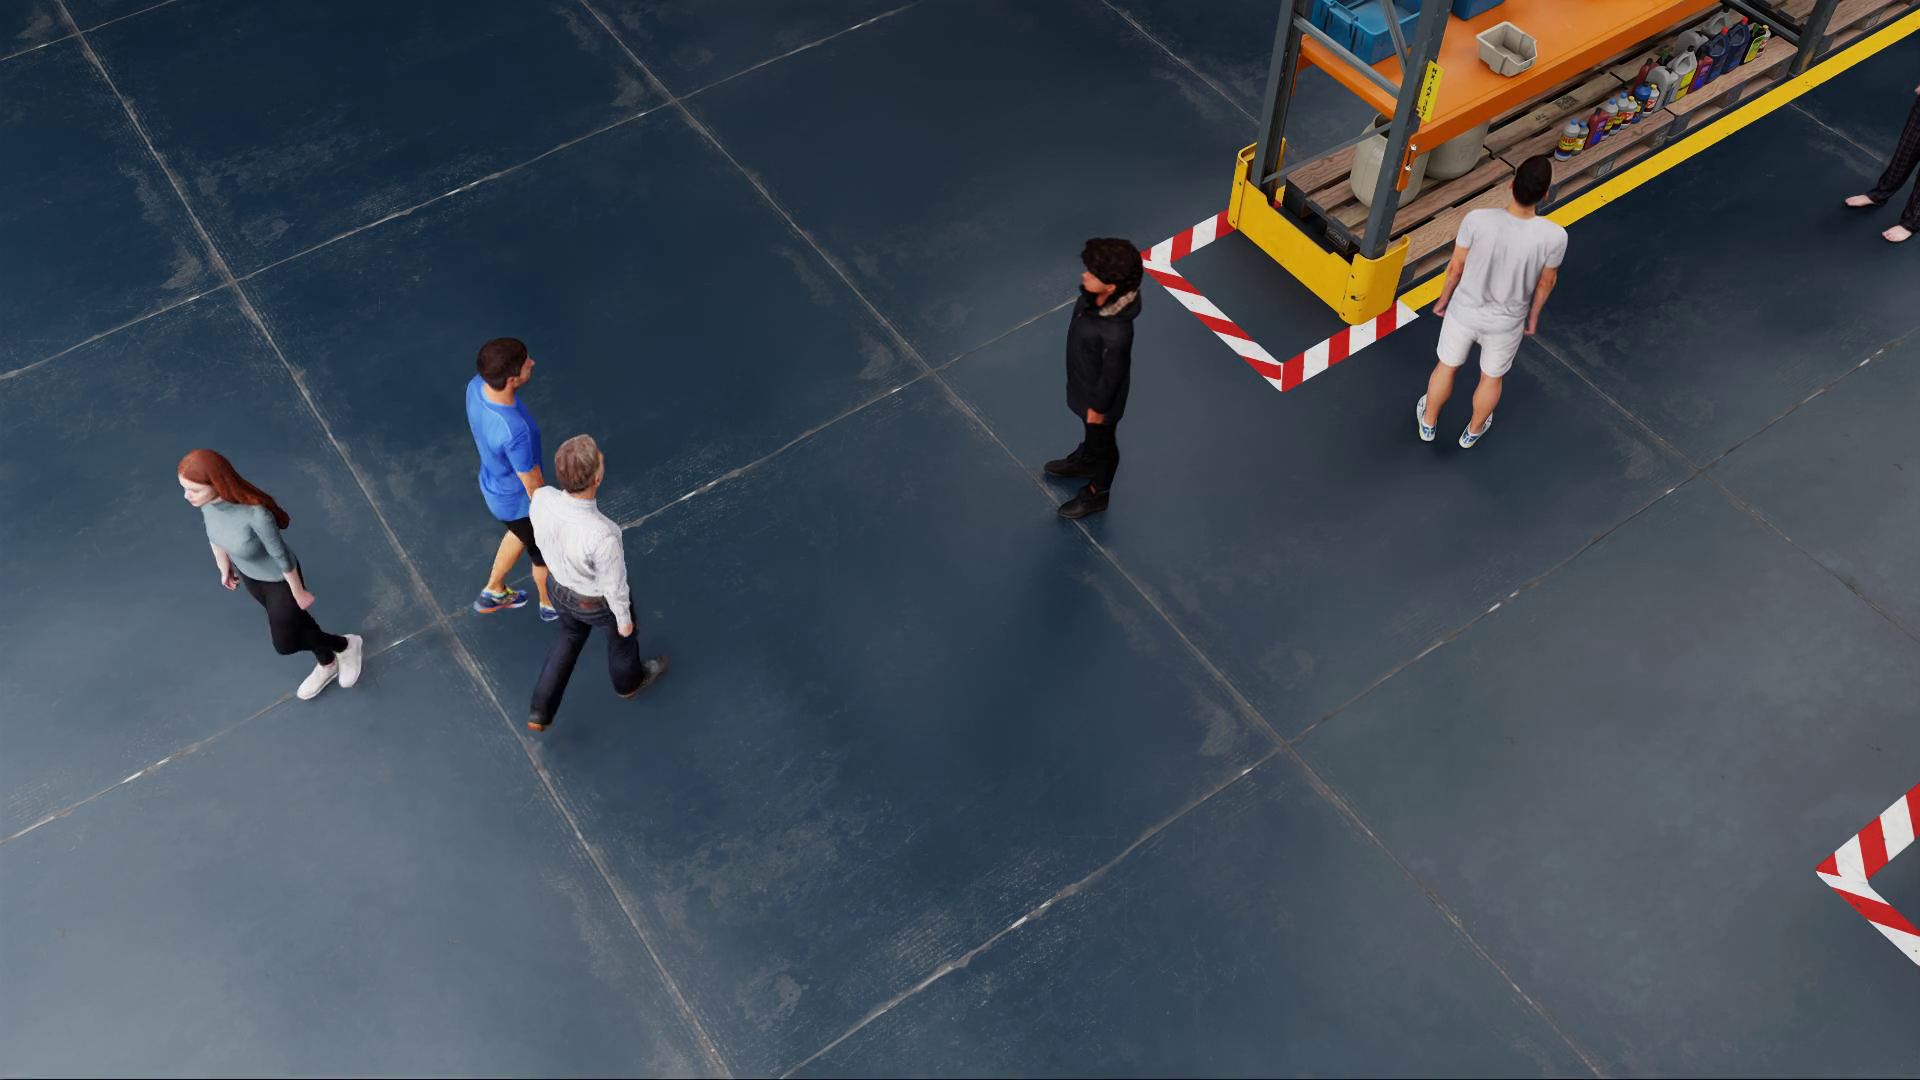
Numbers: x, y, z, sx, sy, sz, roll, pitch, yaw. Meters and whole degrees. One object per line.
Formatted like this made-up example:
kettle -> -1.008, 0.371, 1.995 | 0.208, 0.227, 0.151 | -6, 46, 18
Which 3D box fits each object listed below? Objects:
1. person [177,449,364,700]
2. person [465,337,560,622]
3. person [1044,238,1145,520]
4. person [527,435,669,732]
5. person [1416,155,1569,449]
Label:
person -> -3.065, 0.110, 7.545 | 0.687, 1.735, 0.724 | 29, 58, 20
person -> -2.127, -0.187, 7.704 | 0.822, 1.846, 0.665 | -26, 57, -19
person -> 0.696, -0.805, 8.225 | 0.742, 1.781, 0.721 | -6, 52, -4
person -> -1.704, 0.273, 7.382 | 0.893, 1.794, 1.101 | 26, 56, 18
person -> 2.691, -1.185, 8.473 | 0.760, 1.854, 0.779 | 14, 54, 11
